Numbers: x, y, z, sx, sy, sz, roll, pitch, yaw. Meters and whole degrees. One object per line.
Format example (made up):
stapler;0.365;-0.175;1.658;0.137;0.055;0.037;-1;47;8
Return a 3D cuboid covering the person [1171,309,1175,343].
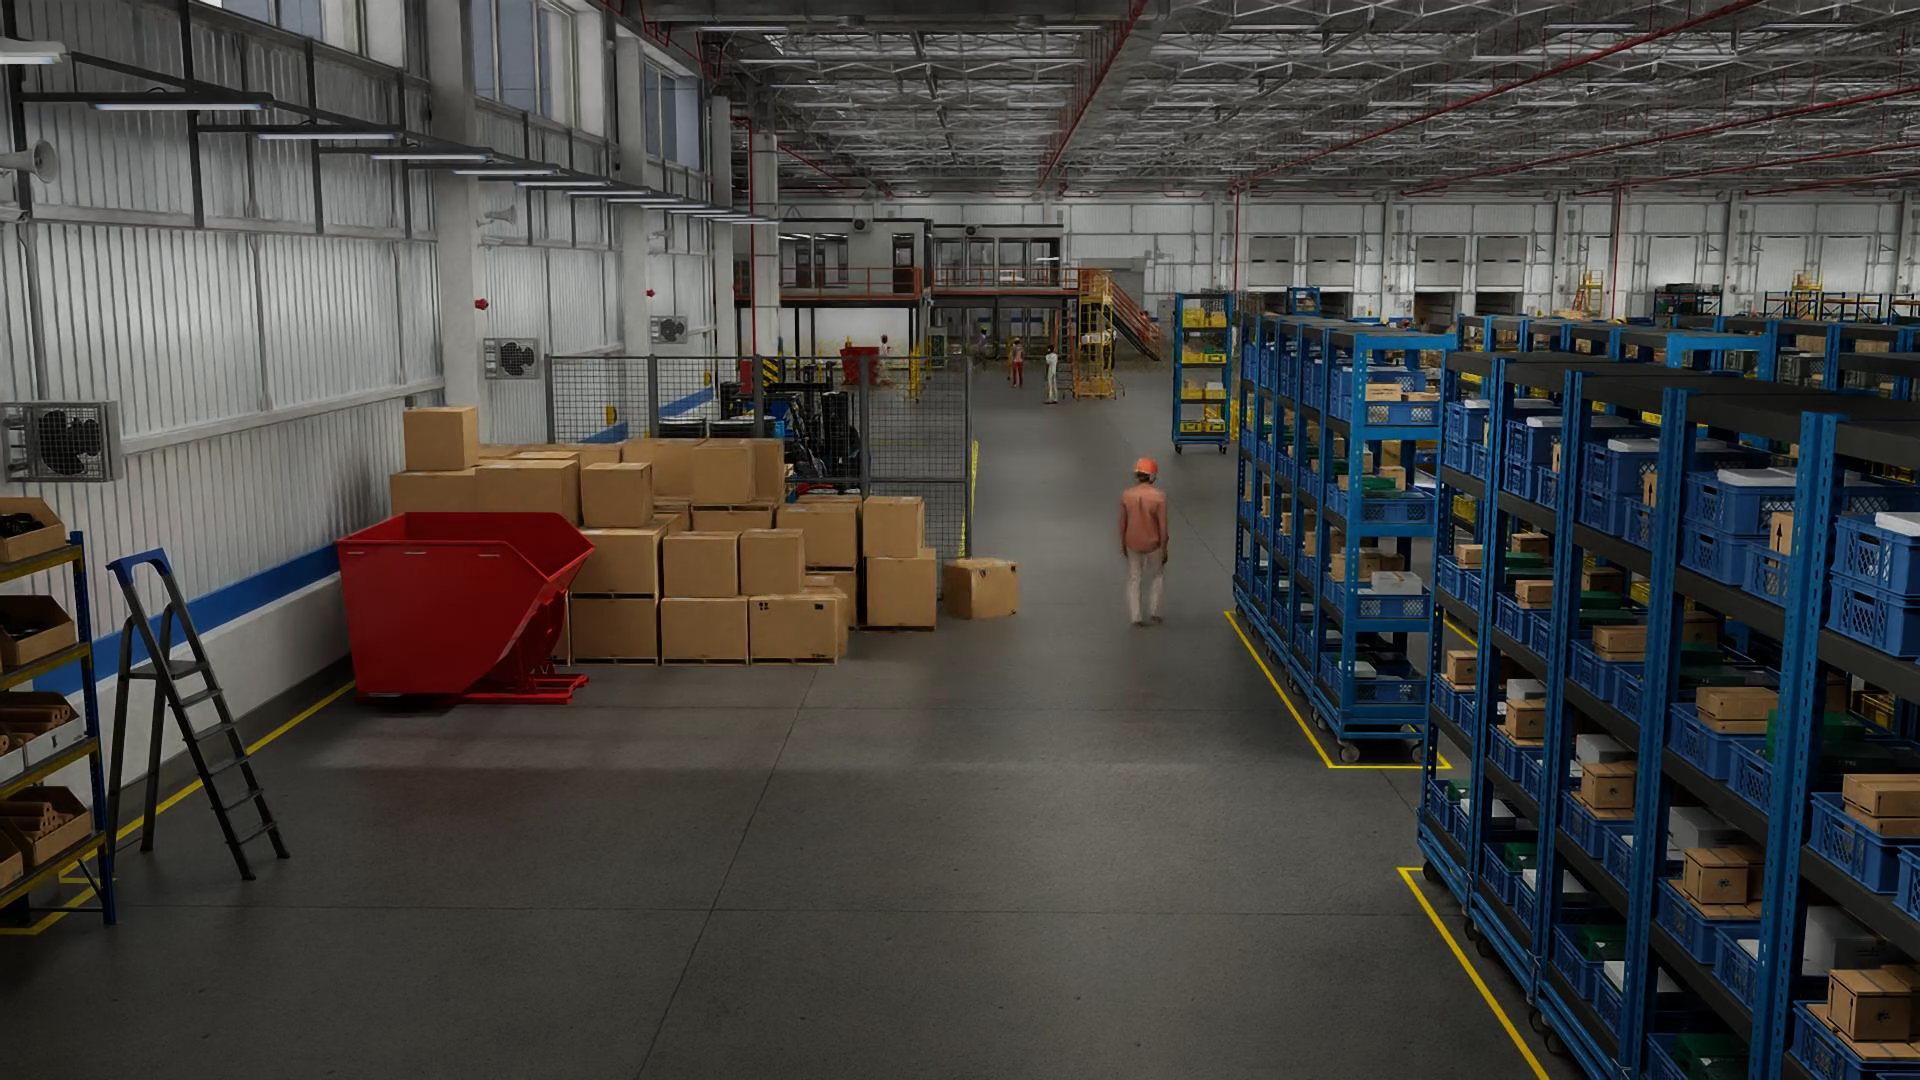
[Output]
person;12.156;-12.171;94.561;0.361;1.928;0.594;0;9;0

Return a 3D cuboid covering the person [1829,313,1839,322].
person;46.776;-11.237;89.032;0.808;1.859;0.584;-6;11;-32

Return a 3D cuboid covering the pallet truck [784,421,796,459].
pallet truck;-4.013;-1.793;32.705;1.601;1.201;0.680;0;9;1

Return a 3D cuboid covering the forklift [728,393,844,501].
forklift;-2.979;-1.316;26.476;2.680;1.987;1.157;0;9;1

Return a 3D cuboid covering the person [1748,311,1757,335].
person;41.627;-11.037;87.401;0.611;1.985;0.393;-6;11;-35

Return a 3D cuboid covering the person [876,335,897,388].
person;-2.555;-6.274;58.467;0.917;1.846;0.581;2;9;11

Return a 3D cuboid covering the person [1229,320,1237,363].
person;12.087;-8.825;73.987;0.480;1.910;0.636;8;12;42

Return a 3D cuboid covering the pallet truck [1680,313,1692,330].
pallet truck;36.315;-10.531;84.244;0.823;1.965;1.885;-6;11;-33

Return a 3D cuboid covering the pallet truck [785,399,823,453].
pallet truck;-3.814;-2.432;36.419;1.630;1.274;0.653;0;9;1

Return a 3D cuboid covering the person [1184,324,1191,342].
person;13.054;-12.349;95.776;0.556;1.902;0.934;0;9;3

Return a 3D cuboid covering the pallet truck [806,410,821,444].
pallet truck;-3.559;-2.018;33.905;1.522;1.261;0.704;0;9;-1

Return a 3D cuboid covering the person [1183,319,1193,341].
person;13.387;-12.532;97.385;0.556;1.731;0.584;-1;9;-7

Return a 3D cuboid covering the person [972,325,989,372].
person;0.836;-7.688;66.981;0.668;1.912;0.590;-2;10;-15

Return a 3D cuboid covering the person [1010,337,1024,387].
person;2.004;-6.260;58.642;0.519;1.757;0.340;-5;11;-30

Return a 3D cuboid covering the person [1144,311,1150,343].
person;10.520;-12.046;94.234;0.642;1.810;0.643;-5;10;-27

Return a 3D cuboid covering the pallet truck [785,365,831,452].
pallet truck;-3.774;-2.976;37.635;1.885;1.965;0.823;1;9;5

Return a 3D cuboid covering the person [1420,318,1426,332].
person;22.121;-9.728;79.831;0.961;1.817;0.551;-3;10;-15

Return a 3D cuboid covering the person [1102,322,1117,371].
person;6.052;-7.928;68.052;0.680;2.000;0.537;-5;11;-29

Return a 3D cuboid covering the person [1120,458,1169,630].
person;2.164;0.037;19.102;0.646;1.975;0.672;6;11;32

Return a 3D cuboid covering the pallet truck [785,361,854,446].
pallet truck;-3.410;-3.193;38.978;1.885;1.965;0.823;0;9;-1

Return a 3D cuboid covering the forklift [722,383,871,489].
forklift;-2.893;-1.687;28.729;2.680;1.987;1.157;0;9;-1

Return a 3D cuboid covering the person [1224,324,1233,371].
person;11.041;-7.923;68.344;0.364;1.934;0.553;-1;9;-6

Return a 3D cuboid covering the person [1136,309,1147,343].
person;9.898;-11.576;90.696;0.619;1.992;0.396;1;9;5

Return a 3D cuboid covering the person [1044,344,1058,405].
person;2.798;-5.082;51.035;0.535;1.864;0.309;-8;12;-41

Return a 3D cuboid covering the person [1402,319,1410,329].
person;19.234;-8.531;71.797;0.389;2.034;0.605;0;9;1
